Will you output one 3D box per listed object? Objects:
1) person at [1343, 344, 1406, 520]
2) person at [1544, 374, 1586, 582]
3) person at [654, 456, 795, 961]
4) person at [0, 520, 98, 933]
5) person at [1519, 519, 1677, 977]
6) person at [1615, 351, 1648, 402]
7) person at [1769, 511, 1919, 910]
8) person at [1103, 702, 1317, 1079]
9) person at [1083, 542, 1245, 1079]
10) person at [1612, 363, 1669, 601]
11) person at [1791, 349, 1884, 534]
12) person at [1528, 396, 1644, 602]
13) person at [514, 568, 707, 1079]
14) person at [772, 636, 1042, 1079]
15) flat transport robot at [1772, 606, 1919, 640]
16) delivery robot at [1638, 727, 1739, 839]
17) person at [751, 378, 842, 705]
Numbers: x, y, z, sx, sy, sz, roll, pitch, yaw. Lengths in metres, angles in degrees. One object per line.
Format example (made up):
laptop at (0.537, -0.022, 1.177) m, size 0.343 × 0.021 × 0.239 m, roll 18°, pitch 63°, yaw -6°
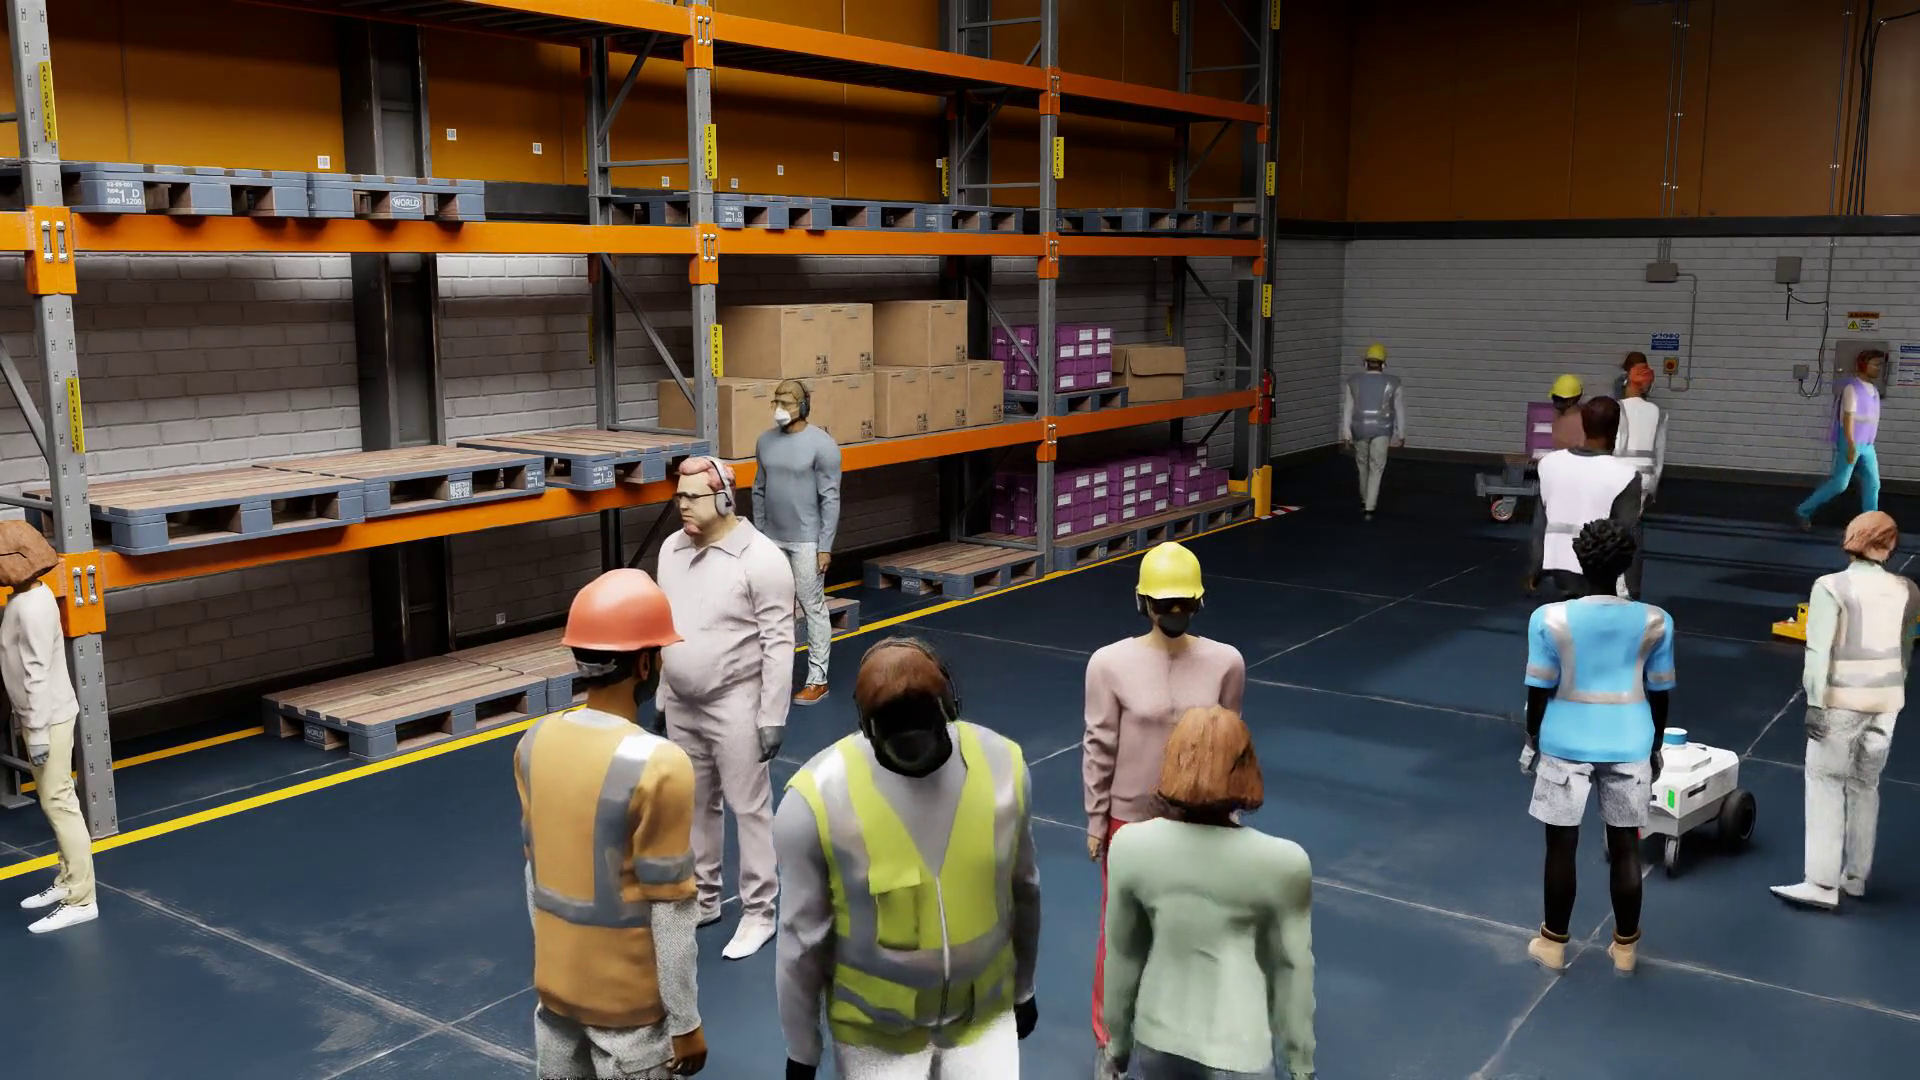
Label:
person at (4.250, -1.110, 17.046) m, size 0.602 × 1.778 × 0.969 m, roll 4°, pitch 10°, yaw 22°
person at (4.964, -0.485, 13.458) m, size 0.611 × 1.725 × 0.553 m, roll -2°, pitch 10°, yaw -14°
person at (-0.935, 0.627, 6.303) m, size 0.651 × 1.906 × 0.403 m, roll 7°, pitch 12°, yaw 35°
person at (-3.646, 0.723, 6.583) m, size 0.285 × 1.625 × 0.495 m, roll -6°, pitch 11°, yaw -32°
person at (2.324, 0.765, 6.102) m, size 0.540 × 1.696 × 0.317 m, roll 1°, pitch 10°, yaw 6°
person at (7.522, -1.310, 18.665) m, size 0.531 × 1.619 × 0.369 m, roll -5°, pitch 11°, yaw -30°
person at (3.638, 0.690, 6.805) m, size 0.645 × 1.608 × 0.409 m, roll -3°, pitch 10°, yaw -17°
person at (0.549, 1.183, 3.822) m, size 0.515 × 1.618 × 0.454 m, roll 5°, pitch 11°, yaw 29°
person at (0.647, 0.874, 5.249) m, size 0.526 × 1.768 × 0.331 m, roll -2°, pitch 10°, yaw -10°
person at (5.087, -0.402, 12.608) m, size 0.656 × 1.854 × 0.477 m, roll -3°, pitch 10°, yaw -16°
person at (8.404, -0.905, 15.718) m, size 0.574 × 1.816 × 0.852 m, roll -7°, pitch 12°, yaw -35°
person at (3.393, 0.172, 9.008) m, size 0.462 × 1.904 × 0.628 m, roll -7°, pitch 12°, yaw -35°
person at (-0.802, 1.025, 3.915) m, size 0.557 × 1.924 × 0.430 m, roll 8°, pitch 13°, yaw 41°
person at (-0.116, 1.088, 3.871) m, size 0.655 × 1.815 × 0.481 m, roll -3°, pitch 10°, yaw -18°
flat transport robot at (6.427, 0.550, 11.626) m, size 1.431 × 0.197 × 0.652 m, roll -5°, pitch 11°, yaw -29°
delivery robot at (3.151, 1.076, 7.369) m, size 0.707 × 0.478 × 0.477 m, roll -9°, pitch 13°, yaw -42°
person at (-0.988, 0.008, 9.895) m, size 0.631 × 1.940 × 0.372 m, roll 6°, pitch 11°, yaw 33°
